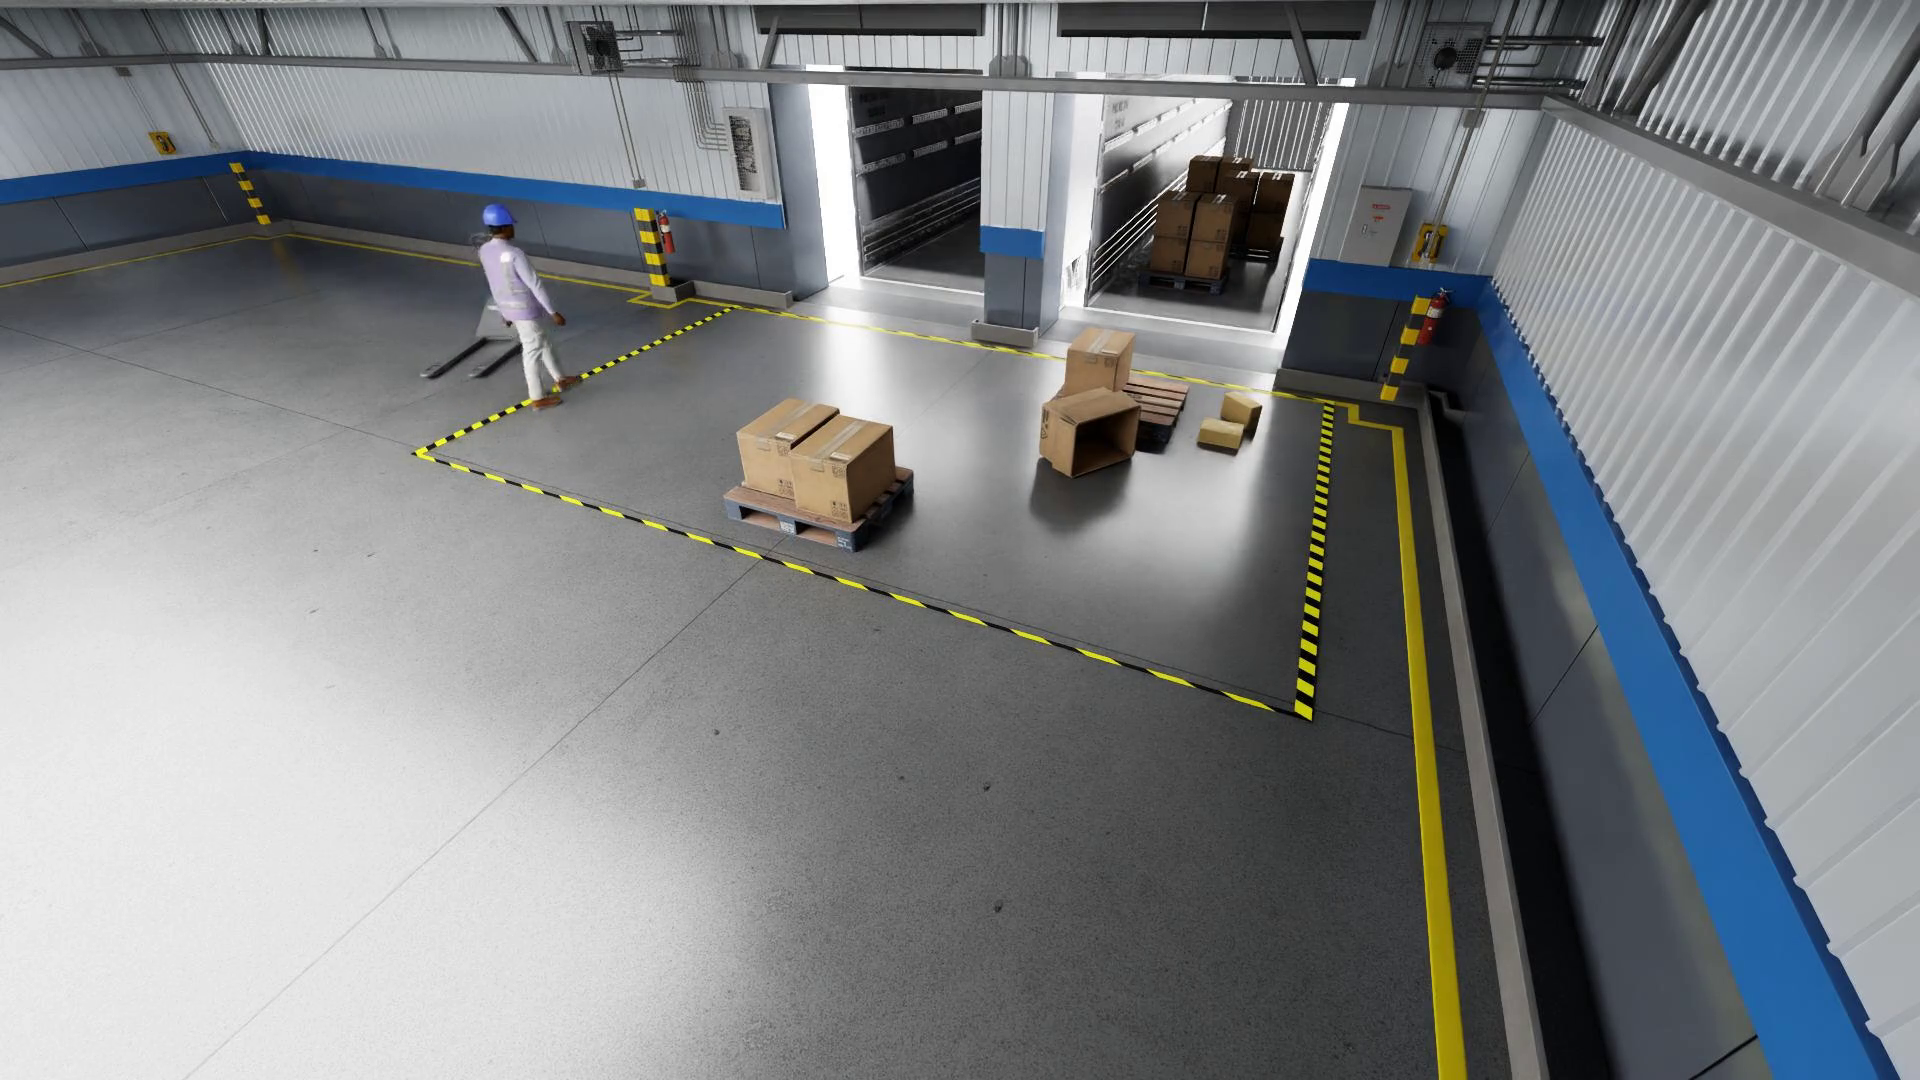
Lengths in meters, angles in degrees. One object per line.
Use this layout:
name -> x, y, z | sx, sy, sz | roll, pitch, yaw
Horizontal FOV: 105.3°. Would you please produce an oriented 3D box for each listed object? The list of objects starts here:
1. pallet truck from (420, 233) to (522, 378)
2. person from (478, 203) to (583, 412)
pallet truck -> -5.664, -2.712, 8.427 | 0.680, 1.201, 1.601 | 0, 35, -1
person -> -4.207, -2.273, 7.225 | 0.634, 1.923, 0.717 | 22, 41, 27
